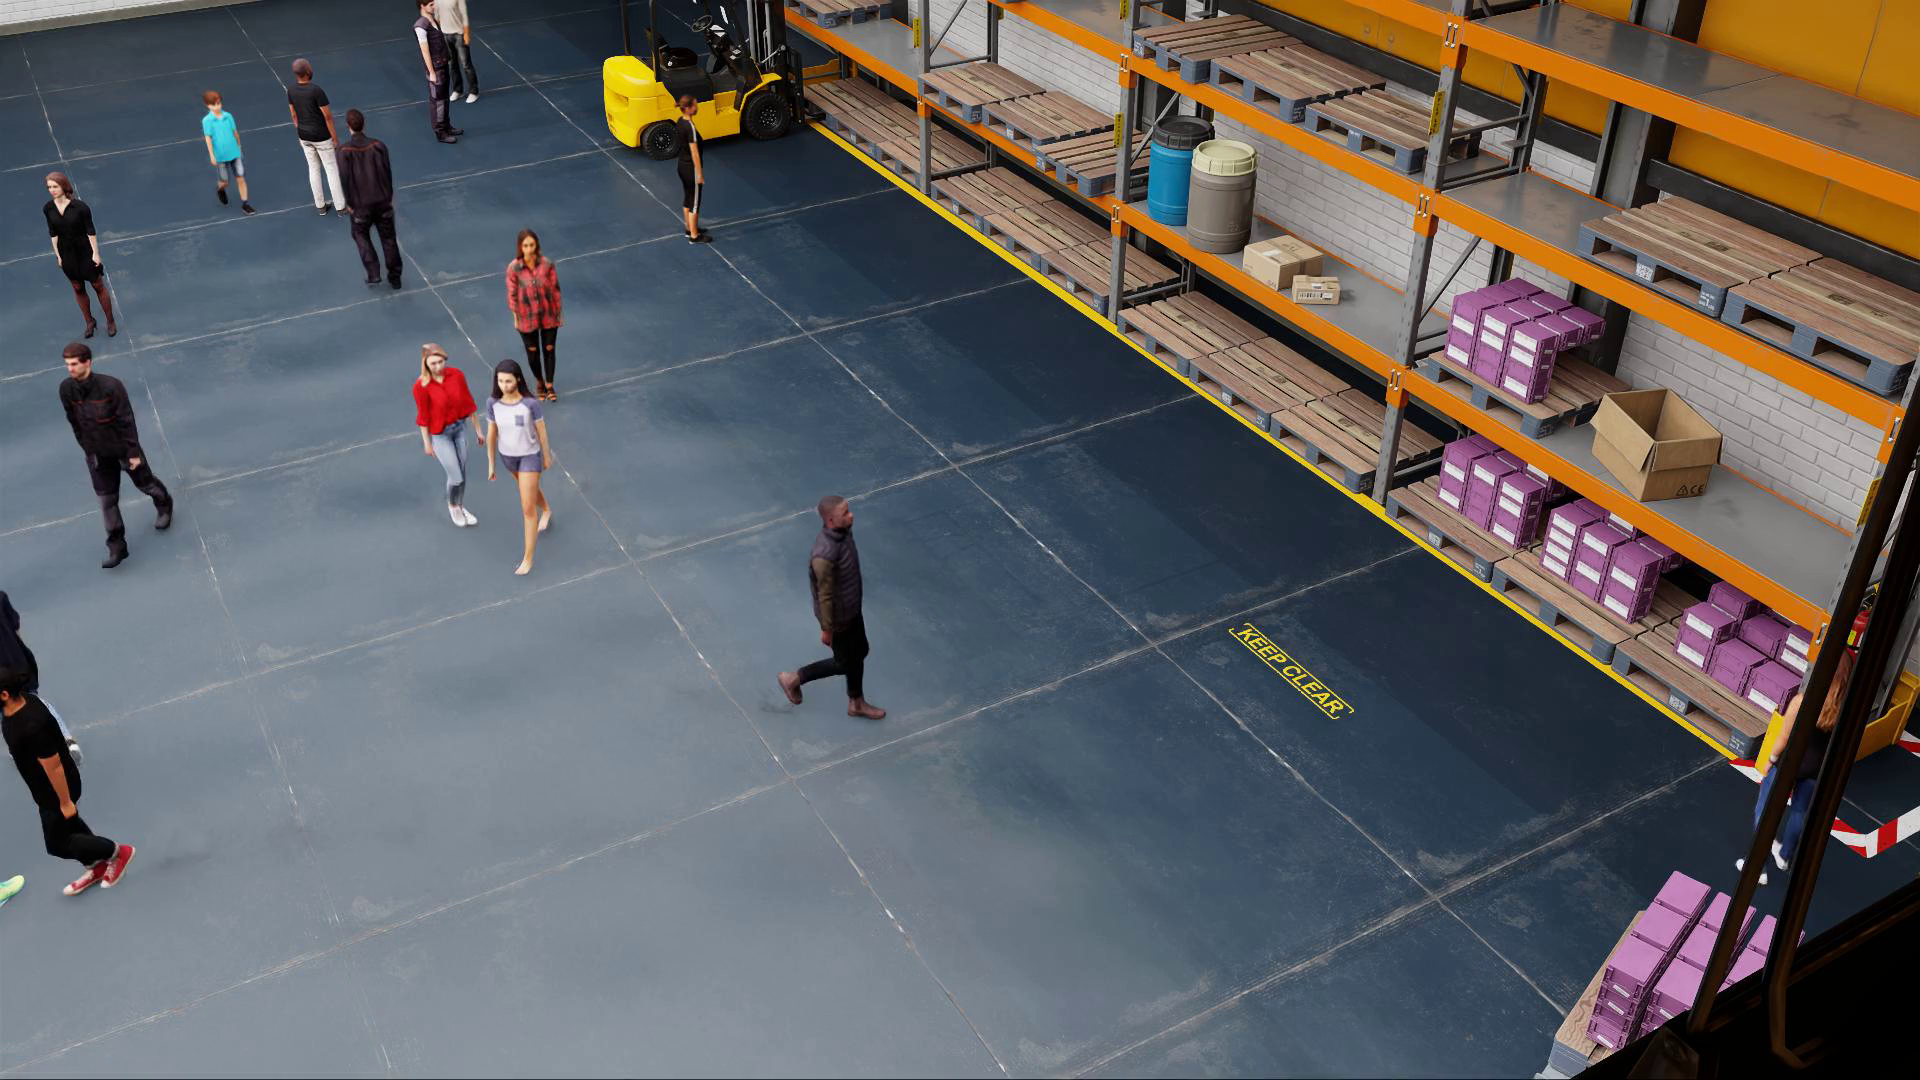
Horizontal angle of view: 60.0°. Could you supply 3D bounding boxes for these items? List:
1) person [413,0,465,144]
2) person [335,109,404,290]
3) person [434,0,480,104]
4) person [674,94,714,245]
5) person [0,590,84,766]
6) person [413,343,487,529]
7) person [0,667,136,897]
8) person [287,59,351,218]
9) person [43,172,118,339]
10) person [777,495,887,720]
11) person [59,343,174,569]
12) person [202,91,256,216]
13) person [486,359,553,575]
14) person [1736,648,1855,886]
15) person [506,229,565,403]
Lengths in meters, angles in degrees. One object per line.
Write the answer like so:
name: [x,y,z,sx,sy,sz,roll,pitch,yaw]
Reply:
person: [-6.635,-5.978,21.010,0.802,1.849,0.695,1,34,2]
person: [-6.075,-3.473,17.197,0.677,1.898,0.612,-17,37,-24]
person: [-6.764,-6.790,22.267,0.721,1.809,0.782,8,34,12]
person: [-2.982,-4.102,18.351,0.650,1.668,0.471,-15,37,-22]
person: [-6.218,0.865,10.877,1.062,1.670,0.912,17,37,24]
person: [-4.183,-0.872,13.474,0.693,1.687,0.705,24,40,31]
person: [-5.357,1.423,9.970,0.789,1.744,0.698,-27,42,-34]
person: [-7.334,-4.579,18.944,0.757,1.805,0.819,9,35,13]
person: [-8.672,-2.806,16.367,0.651,1.706,0.629,-3,34,-5]
person: [-0.889,0.480,11.322,1.118,1.818,1.068,7,34,11]
person: [-6.664,-0.760,13.201,1.077,1.803,1.270,0,34,0]
person: [-8.452,-4.462,19.100,0.838,1.438,0.640,29,43,36]
person: [-3.453,-0.673,13.186,1.066,1.675,1.216,4,34,6]
person: [5.104,1.358,10.081,0.685,1.729,0.734,-3,34,-5]
person: [-3.897,-2.080,15.285,0.651,1.695,0.643,-13,36,-19]
